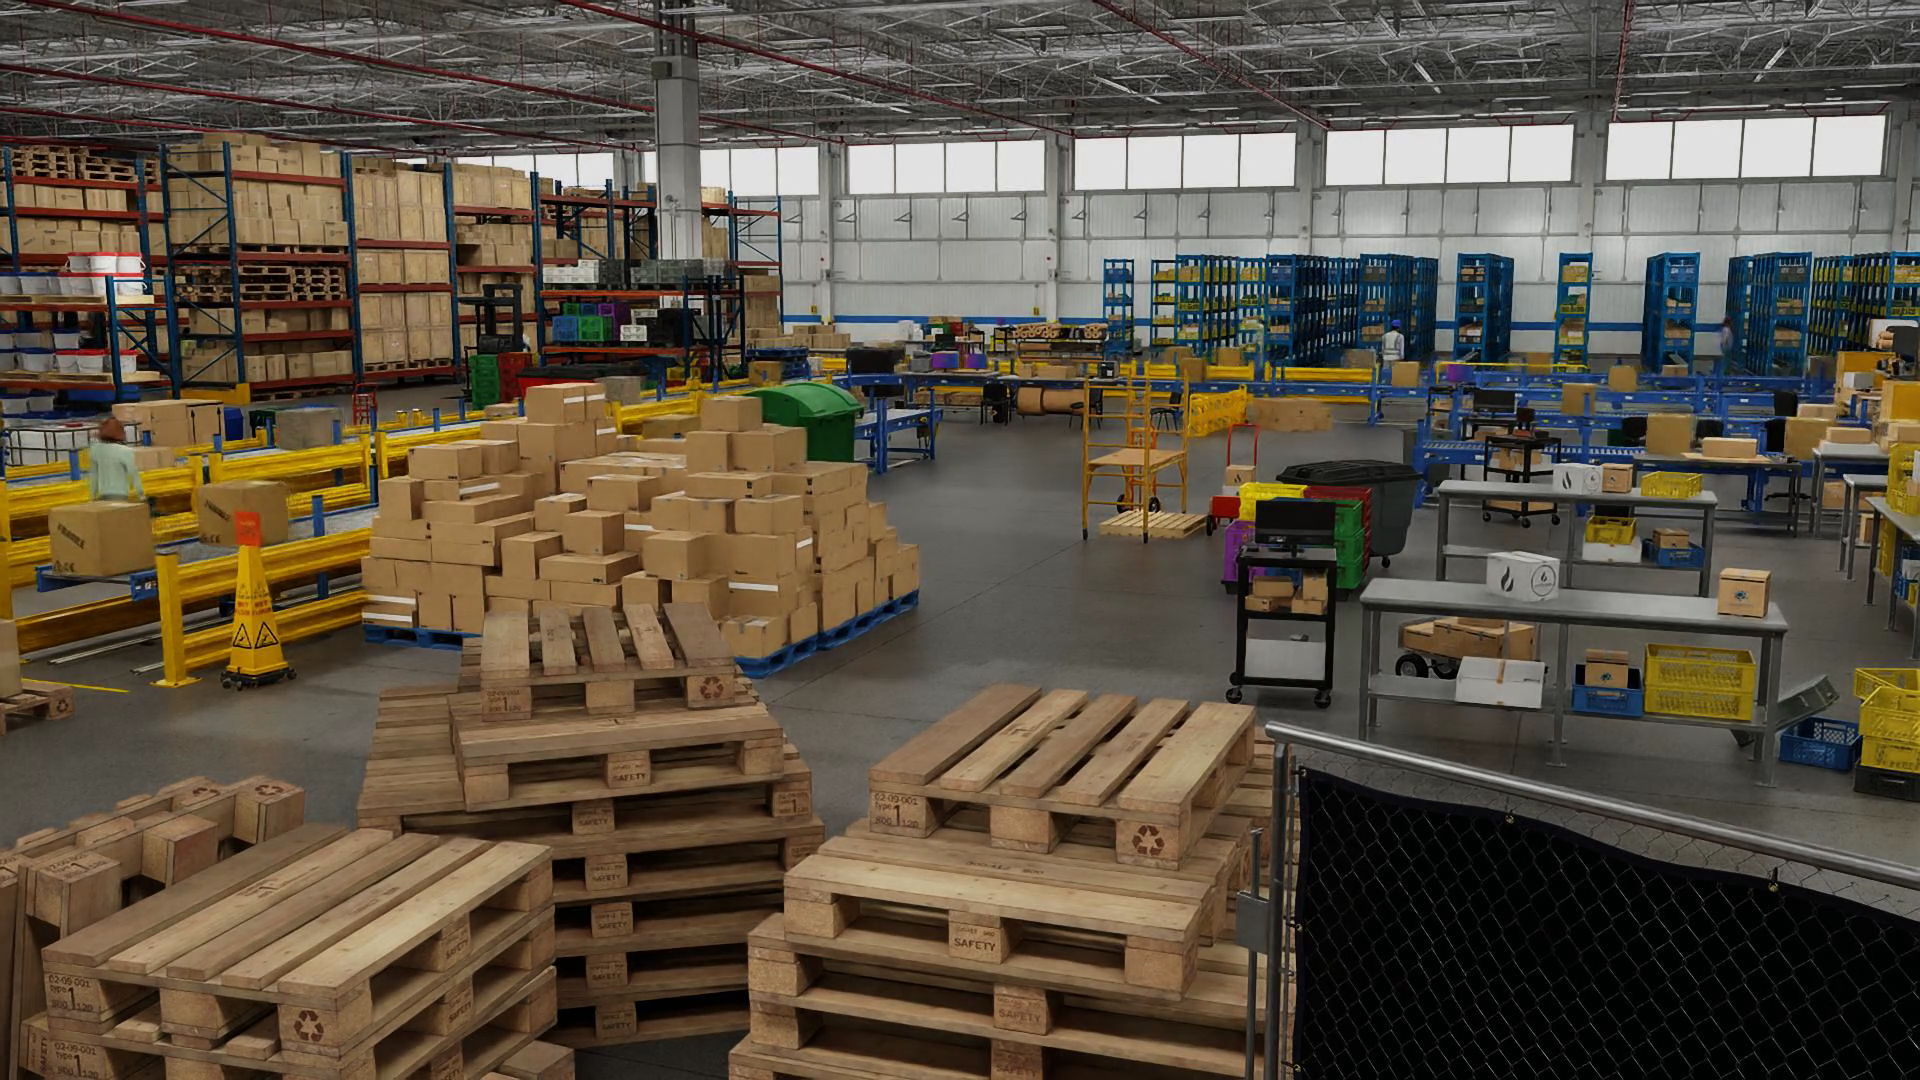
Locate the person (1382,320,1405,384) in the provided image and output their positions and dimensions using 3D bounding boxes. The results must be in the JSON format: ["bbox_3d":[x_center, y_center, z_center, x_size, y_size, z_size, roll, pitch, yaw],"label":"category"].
[{"bbox_3d":[10.818,-4.528,41.509,0.433,1.935,0.624,-9,12,-43],"label":"person"}]

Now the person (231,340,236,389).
[{"bbox_3d":[-18.556,-4.729,42.888,0.541,1.901,0.965,4,10,22],"label":"person"}]

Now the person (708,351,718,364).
[{"bbox_3d":[-5.786,-4.038,39.076,0.915,1.723,0.526,-6,11,-32],"label":"person"}]

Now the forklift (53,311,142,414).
[{"bbox_3d":[-19.155,-4.215,36.553,1.873,2.768,1.129,3,10,20],"label":"forklift"}]

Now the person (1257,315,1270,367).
[{"bbox_3d":[9.590,-6.214,52.431,0.437,1.813,0.615,2,9,12],"label":"person"}]

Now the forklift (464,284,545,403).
[{"bbox_3d":[-10.832,-4.702,39.610,1.129,2.768,1.873,3,10,20],"label":"forklift"}]

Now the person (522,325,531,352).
[{"bbox_3d":[-12.193,-5.146,46.155,0.538,1.679,0.703,3,10,18],"label":"person"}]

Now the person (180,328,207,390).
[{"bbox_3d":[-20.421,-4.802,44.079,0.549,1.640,0.881,4,10,22],"label":"person"}]

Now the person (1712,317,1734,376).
[{"bbox_3d":[21.983,-5.478,47.768,0.496,1.829,0.571,5,10,29],"label":"person"}]

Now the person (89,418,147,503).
[{"bbox_3d":[-8.612,-0.456,16.997,0.521,1.582,0.875,3,9,16],"label":"person"}]

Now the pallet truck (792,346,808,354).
[{"bbox_3d":[-3.705,-4.298,42.022,0.653,1.274,1.630,3,10,20],"label":"pallet truck"}]

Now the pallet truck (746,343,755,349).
[{"bbox_3d":[-6.183,-4.618,44.264,1.601,1.201,0.680,-9,12,-43],"label":"pallet truck"}]
